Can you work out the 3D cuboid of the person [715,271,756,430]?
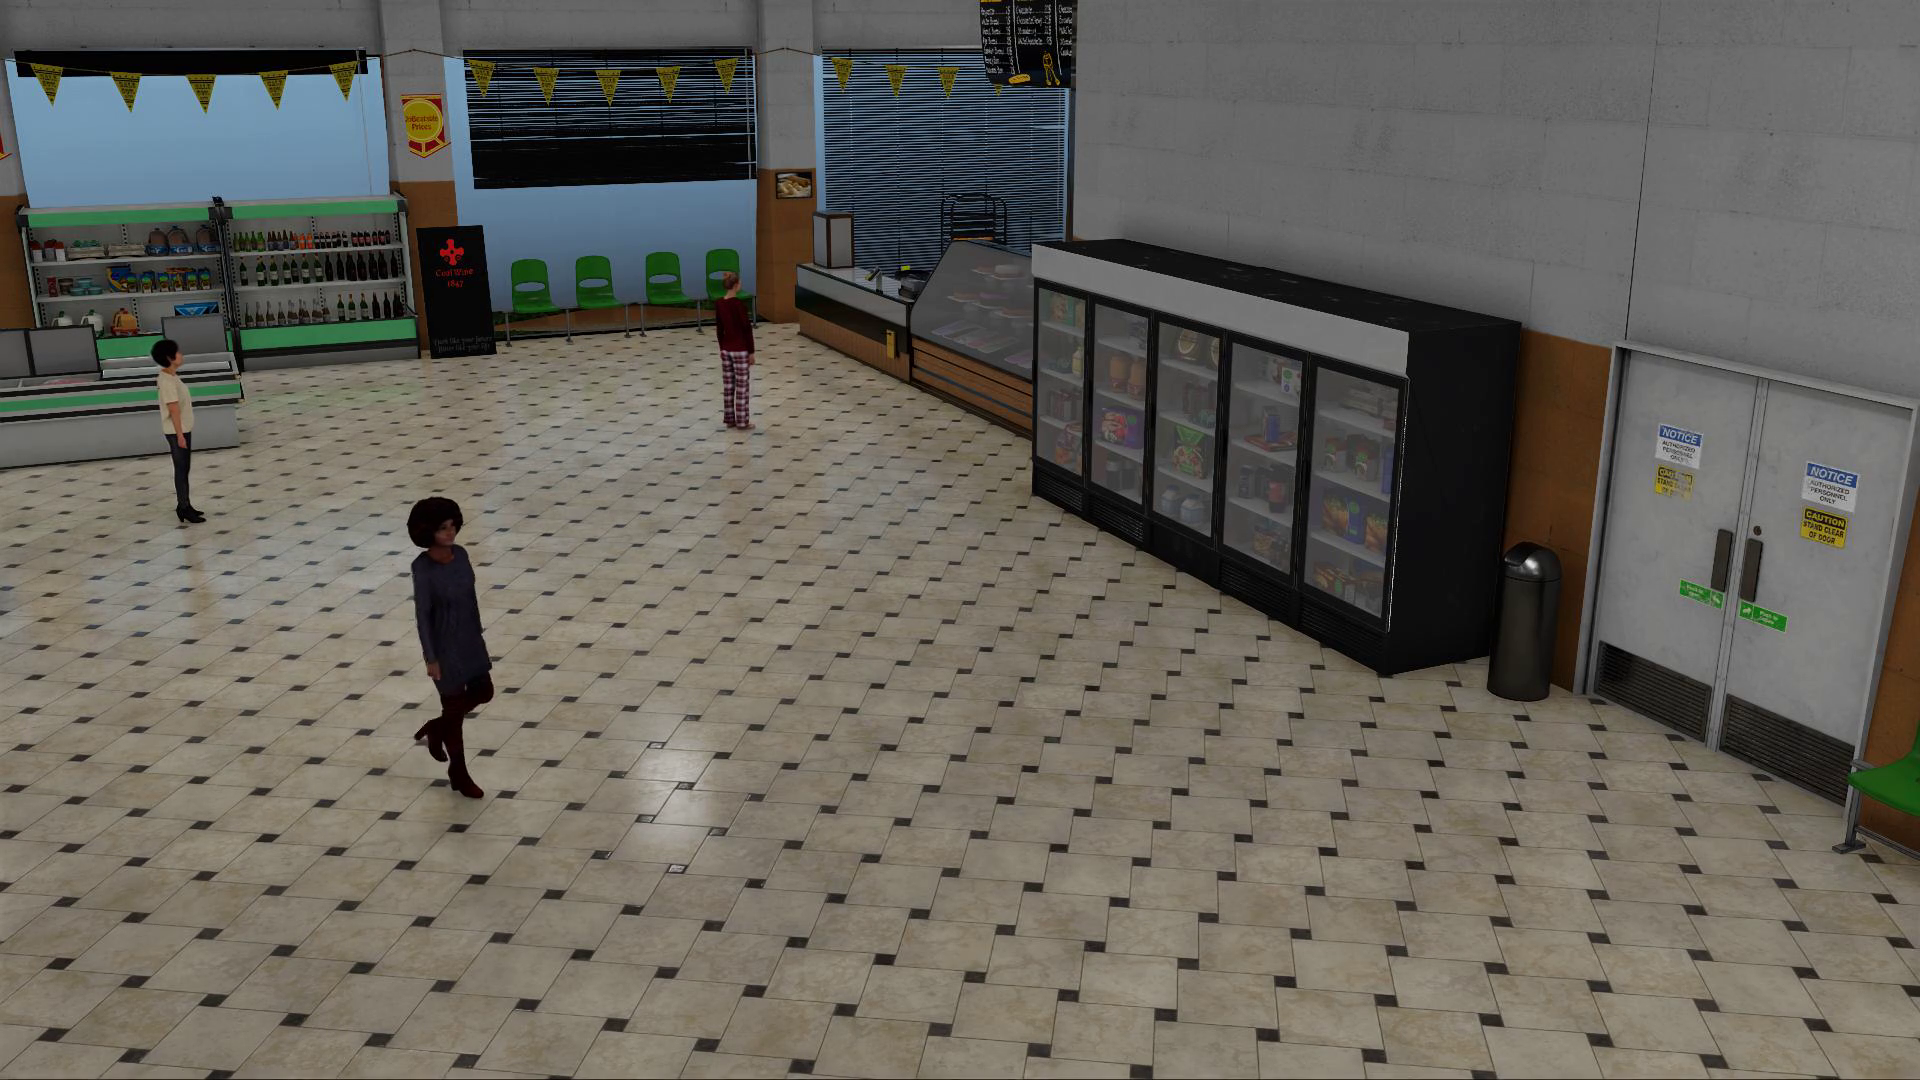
[{"bbox_3d":[-2.404,-2.034,17.798,0.685,1.696,0.673,12,20,34],"label":"person"}]

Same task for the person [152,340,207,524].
[{"bbox_3d":[-6.765,-0.944,14.396,0.459,1.586,0.591,-8,18,-24],"label":"person"}]

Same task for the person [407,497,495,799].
[{"bbox_3d":[-2.860,0.586,9.163,0.884,1.700,0.831,8,18,23],"label":"person"}]
